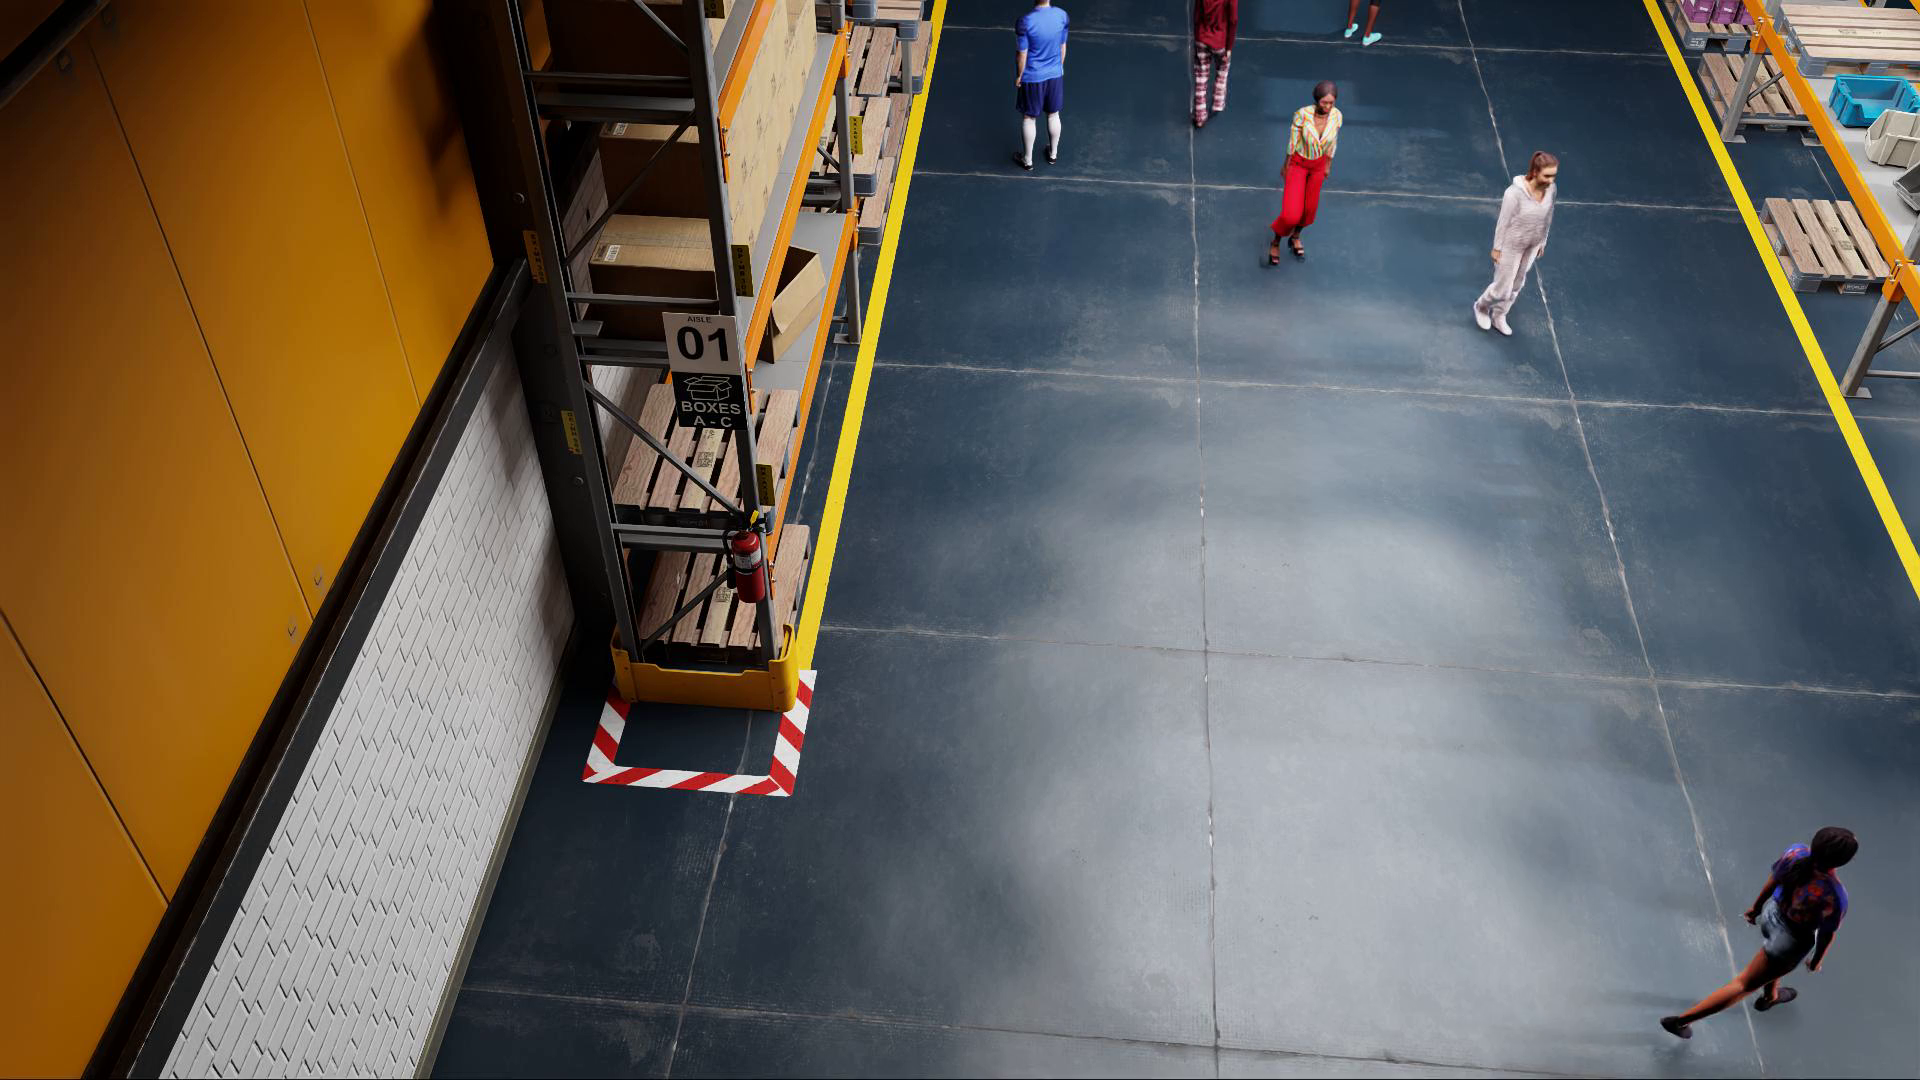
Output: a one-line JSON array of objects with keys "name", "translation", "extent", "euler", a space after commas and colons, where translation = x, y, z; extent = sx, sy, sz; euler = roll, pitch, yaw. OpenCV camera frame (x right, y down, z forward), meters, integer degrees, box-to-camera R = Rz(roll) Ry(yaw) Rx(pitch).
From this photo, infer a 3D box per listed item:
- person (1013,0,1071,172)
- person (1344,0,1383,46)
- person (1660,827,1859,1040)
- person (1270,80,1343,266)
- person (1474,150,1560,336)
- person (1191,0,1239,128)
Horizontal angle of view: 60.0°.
[{"name": "person", "translation": [0.747, -4.309, 15.392], "extent": [0.757, 1.842, 0.746], "euler": [-16, 46, -16]}, {"name": "person", "translation": [4.317, -6.037, 17.296], "extent": [0.712, 1.718, 0.659], "euler": [-34, 53, -30]}, {"name": "person", "translation": [4.250, 2.104, 8.759], "extent": [0.936, 1.706, 1.170], "euler": [-9, 44, -10]}, {"name": "person", "translation": [2.947, -3.164, 14.243], "extent": [0.760, 1.768, 0.825], "euler": [-7, 44, -8]}, {"name": "person", "translation": [4.501, -2.459, 13.566], "extent": [0.744, 1.683, 0.757], "euler": [-15, 46, -15]}, {"name": "person", "translation": [2.401, -4.771, 15.992], "extent": [0.758, 1.684, 0.863], "euler": [16, 46, 16]}]
